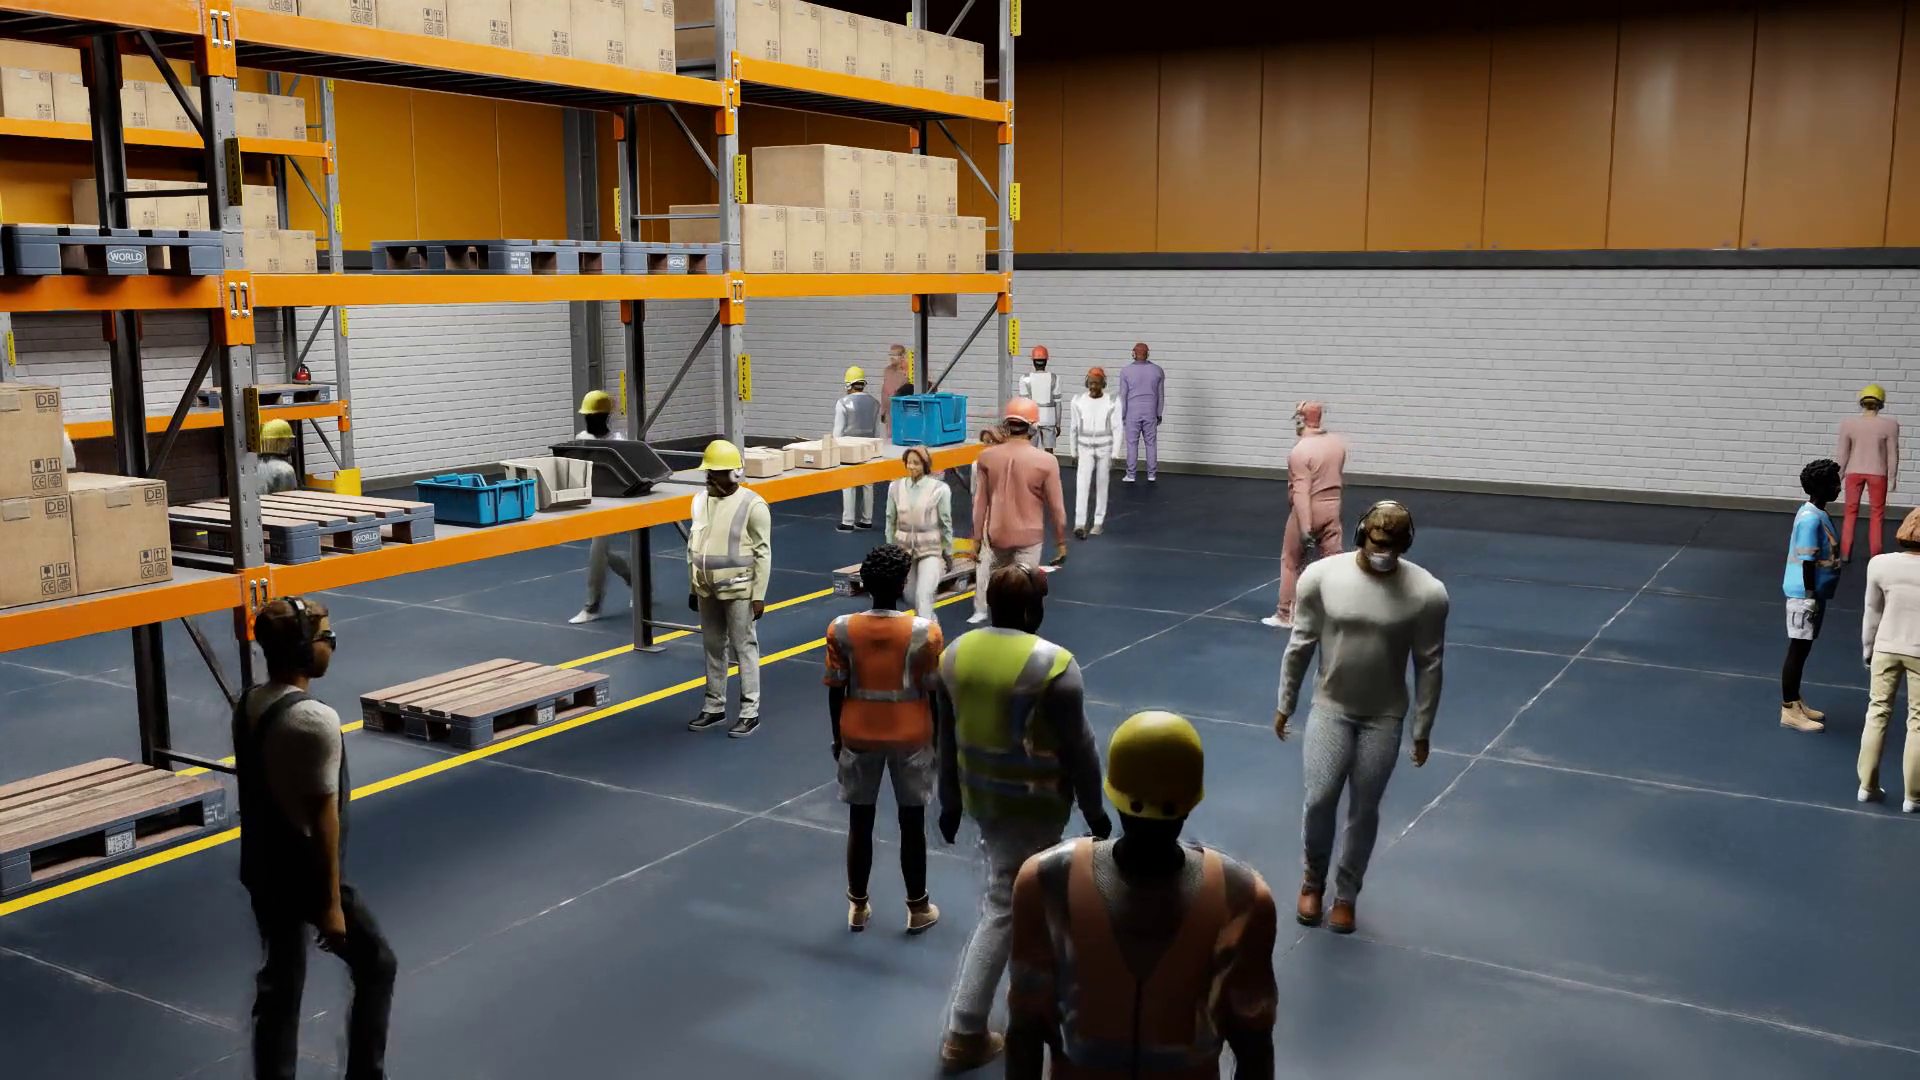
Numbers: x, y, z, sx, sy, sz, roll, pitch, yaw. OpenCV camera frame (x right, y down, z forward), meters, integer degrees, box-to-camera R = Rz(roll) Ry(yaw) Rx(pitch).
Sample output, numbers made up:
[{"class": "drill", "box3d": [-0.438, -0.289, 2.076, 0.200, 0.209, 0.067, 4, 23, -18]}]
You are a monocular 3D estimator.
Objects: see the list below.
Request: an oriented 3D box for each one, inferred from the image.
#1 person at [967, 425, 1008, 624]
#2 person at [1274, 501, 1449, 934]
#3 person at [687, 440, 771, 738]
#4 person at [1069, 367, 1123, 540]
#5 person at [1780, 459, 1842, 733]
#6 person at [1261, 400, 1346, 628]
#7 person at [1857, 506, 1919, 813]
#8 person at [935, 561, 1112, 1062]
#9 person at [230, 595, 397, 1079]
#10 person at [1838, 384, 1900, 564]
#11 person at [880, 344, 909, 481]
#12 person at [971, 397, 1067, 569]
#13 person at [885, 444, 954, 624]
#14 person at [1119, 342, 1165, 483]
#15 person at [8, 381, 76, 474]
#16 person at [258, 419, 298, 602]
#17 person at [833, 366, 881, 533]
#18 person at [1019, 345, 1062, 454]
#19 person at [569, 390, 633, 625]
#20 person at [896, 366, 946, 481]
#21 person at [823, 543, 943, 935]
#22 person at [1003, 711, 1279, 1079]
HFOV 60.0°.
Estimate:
[{"class": "person", "box3d": [0.337, -0.148, 13.657, 0.511, 1.616, 0.732, 5, 11, 30]}, {"class": "person", "box3d": [1.703, 0.758, 7.100, 0.685, 1.909, 0.446, 2, 9, 12]}, {"class": "person", "box3d": [-1.446, 0.295, 10.234, 0.600, 1.829, 0.404, 5, 11, 30]}, {"class": "person", "box3d": [1.440, -0.915, 17.772, 0.586, 1.830, 0.974, 2, 9, 10]}, {"class": "person", "box3d": [5.316, 0.337, 10.389, 0.316, 1.696, 0.540, 5, 10, 29]}, {"class": "person", "box3d": [2.851, -0.172, 13.079, 0.623, 1.864, 0.930, -7, 11, -37]}, {"class": "person", "box3d": [5.029, 0.626, 8.805, 0.270, 1.627, 0.502, -7, 12, -38]}, {"class": "person", "box3d": [0.210, 0.971, 6.162, 0.976, 1.796, 0.627, -9, 13, -44]}, {"class": "person", "box3d": [-2.041, 1.073, 5.383, 0.555, 1.824, 0.676, 6, 11, 34]}, {"class": "person", "box3d": [8.850, -0.631, 16.218, 0.532, 1.767, 0.321, 7, 12, 38]}, {"class": "person", "box3d": [-0.789, -1.768, 22.975, 0.698, 1.884, 0.652, -8, 12, -42]}, {"class": "person", "box3d": [0.471, -0.032, 11.839, 0.664, 1.960, 0.867, 4, 10, 24]}, {"class": "person", "box3d": [-0.272, 0.084, 12.246, 0.525, 1.616, 0.718, 4, 10, 24]}, {"class": "person", "box3d": [2.455, -1.728, 22.620, 0.643, 1.910, 0.411, -2, 9, -10]}, {"class": "person", "box3d": [-7.320, -0.276, 13.143, 0.703, 2.000, 0.701, 1, 9, 7]}, {"class": "person", "box3d": [-5.227, -0.063, 12.745, 0.506, 1.727, 0.484, 9, 13, 43]}, {"class": "person", "box3d": [-1.144, -0.991, 18.293, 0.596, 1.827, 0.403, -7, 12, -39]}, {"class": "person", "box3d": [1.016, -1.493, 21.062, 0.550, 1.938, 0.364, 0, 9, -2]}, {"class": "person", "box3d": [-2.908, -0.295, 13.717, 0.593, 1.903, 0.866, 7, 11, 37]}, {"class": "person", "box3d": [-0.412, -1.106, 18.574, 0.654, 1.957, 0.476, -9, 13, -44]}, {"class": "person", "box3d": [-0.318, 0.858, 7.146, 0.554, 1.693, 0.318, 1, 9, 9]}, {"class": "person", "box3d": [0.394, 1.293, 3.736, 0.622, 1.912, 0.475, 1, 9, 5]}]
